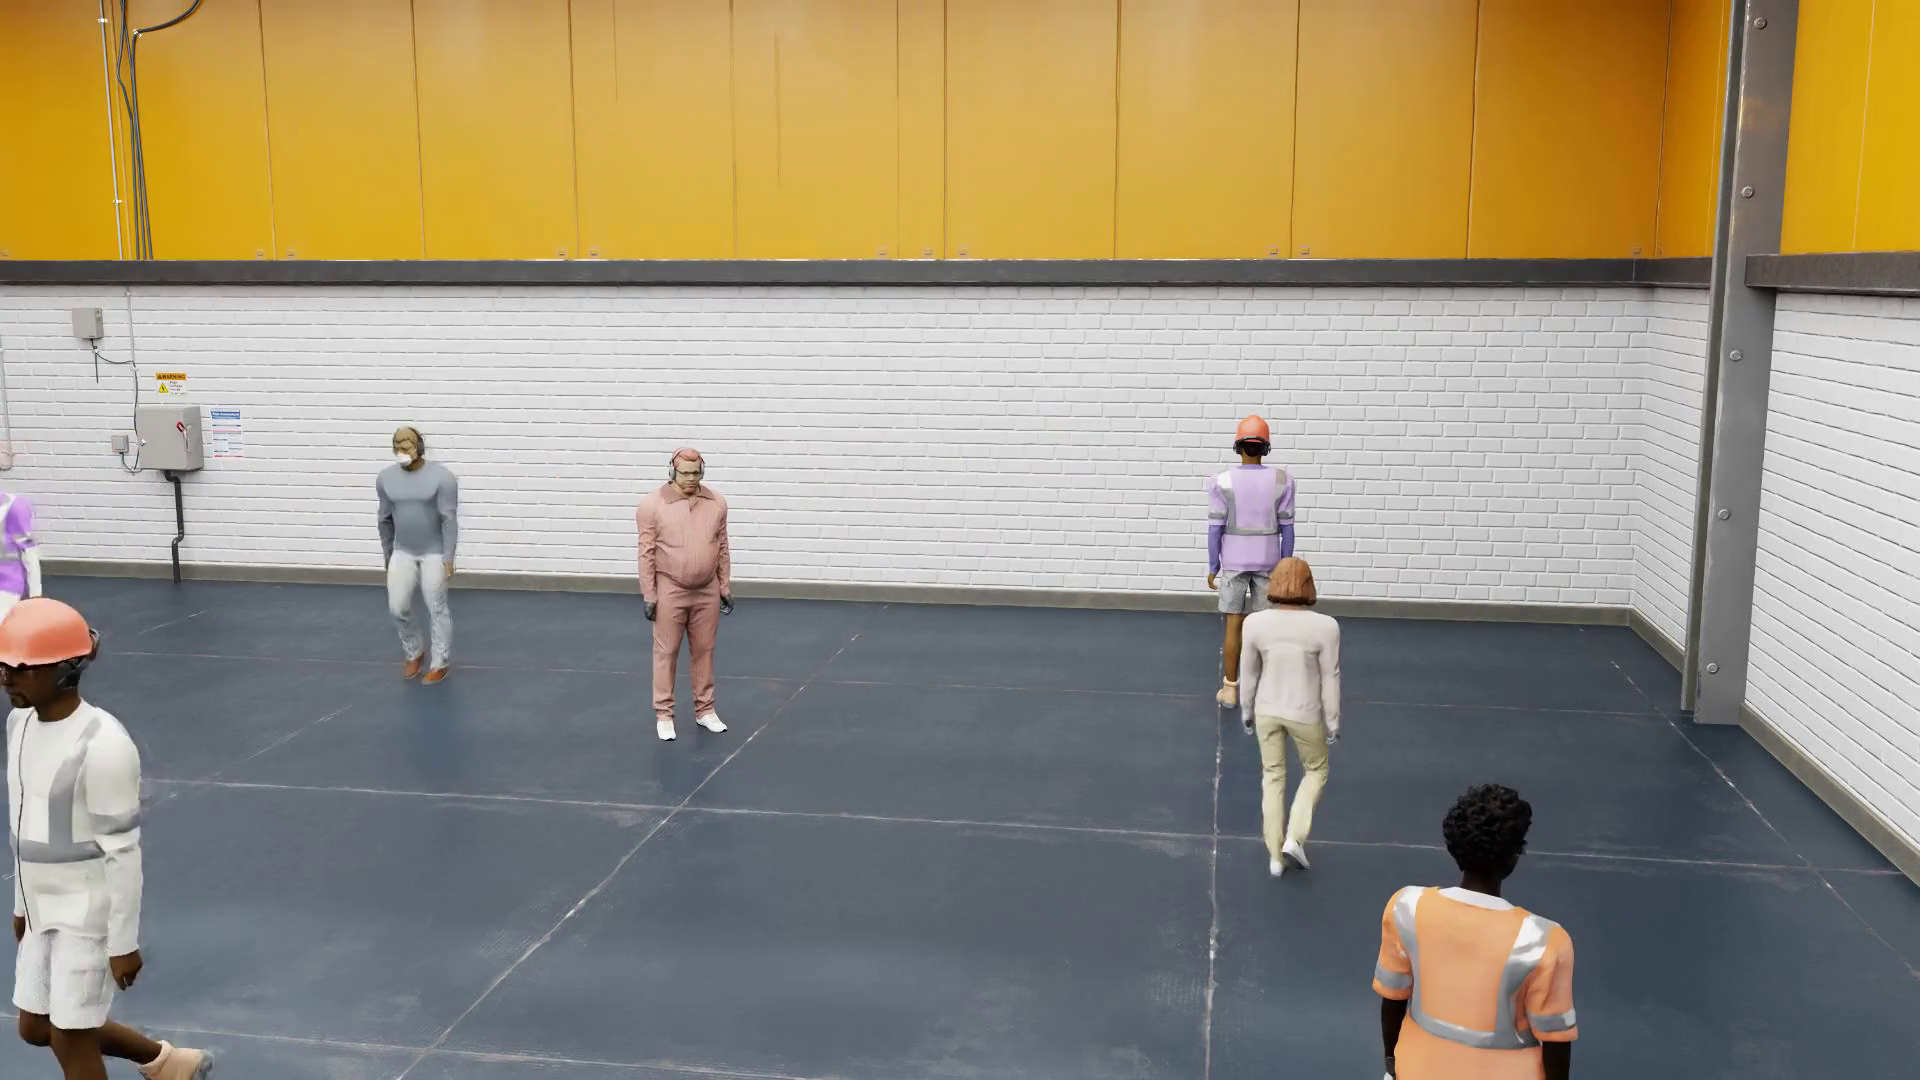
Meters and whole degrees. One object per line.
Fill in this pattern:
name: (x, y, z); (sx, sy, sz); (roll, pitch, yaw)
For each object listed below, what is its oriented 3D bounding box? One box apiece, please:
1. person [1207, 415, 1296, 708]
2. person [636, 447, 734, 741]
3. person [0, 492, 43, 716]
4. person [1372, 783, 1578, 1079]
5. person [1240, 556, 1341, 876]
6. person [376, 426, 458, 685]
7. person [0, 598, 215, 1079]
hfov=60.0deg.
person: (2.005, 0.155, 11.534); (0.607, 2.044, 0.371); (0, 9, 1)
person: (-1.770, 0.340, 10.832); (0.639, 1.902, 0.407); (-6, 11, -32)
person: (-6.452, 0.322, 10.957); (0.576, 1.887, 0.963); (2, 10, 15)
person: (1.366, 1.478, 4.432); (0.541, 1.696, 0.316); (7, 12, 38)
person: (1.654, 0.882, 8.326); (0.533, 1.618, 0.345); (5, 10, 27)
person: (-3.948, 0.119, 12.133); (0.648, 1.919, 0.463); (1, 9, 4)
person: (-2.795, 1.165, 5.344); (0.622, 2.031, 0.666); (7, 11, 36)
